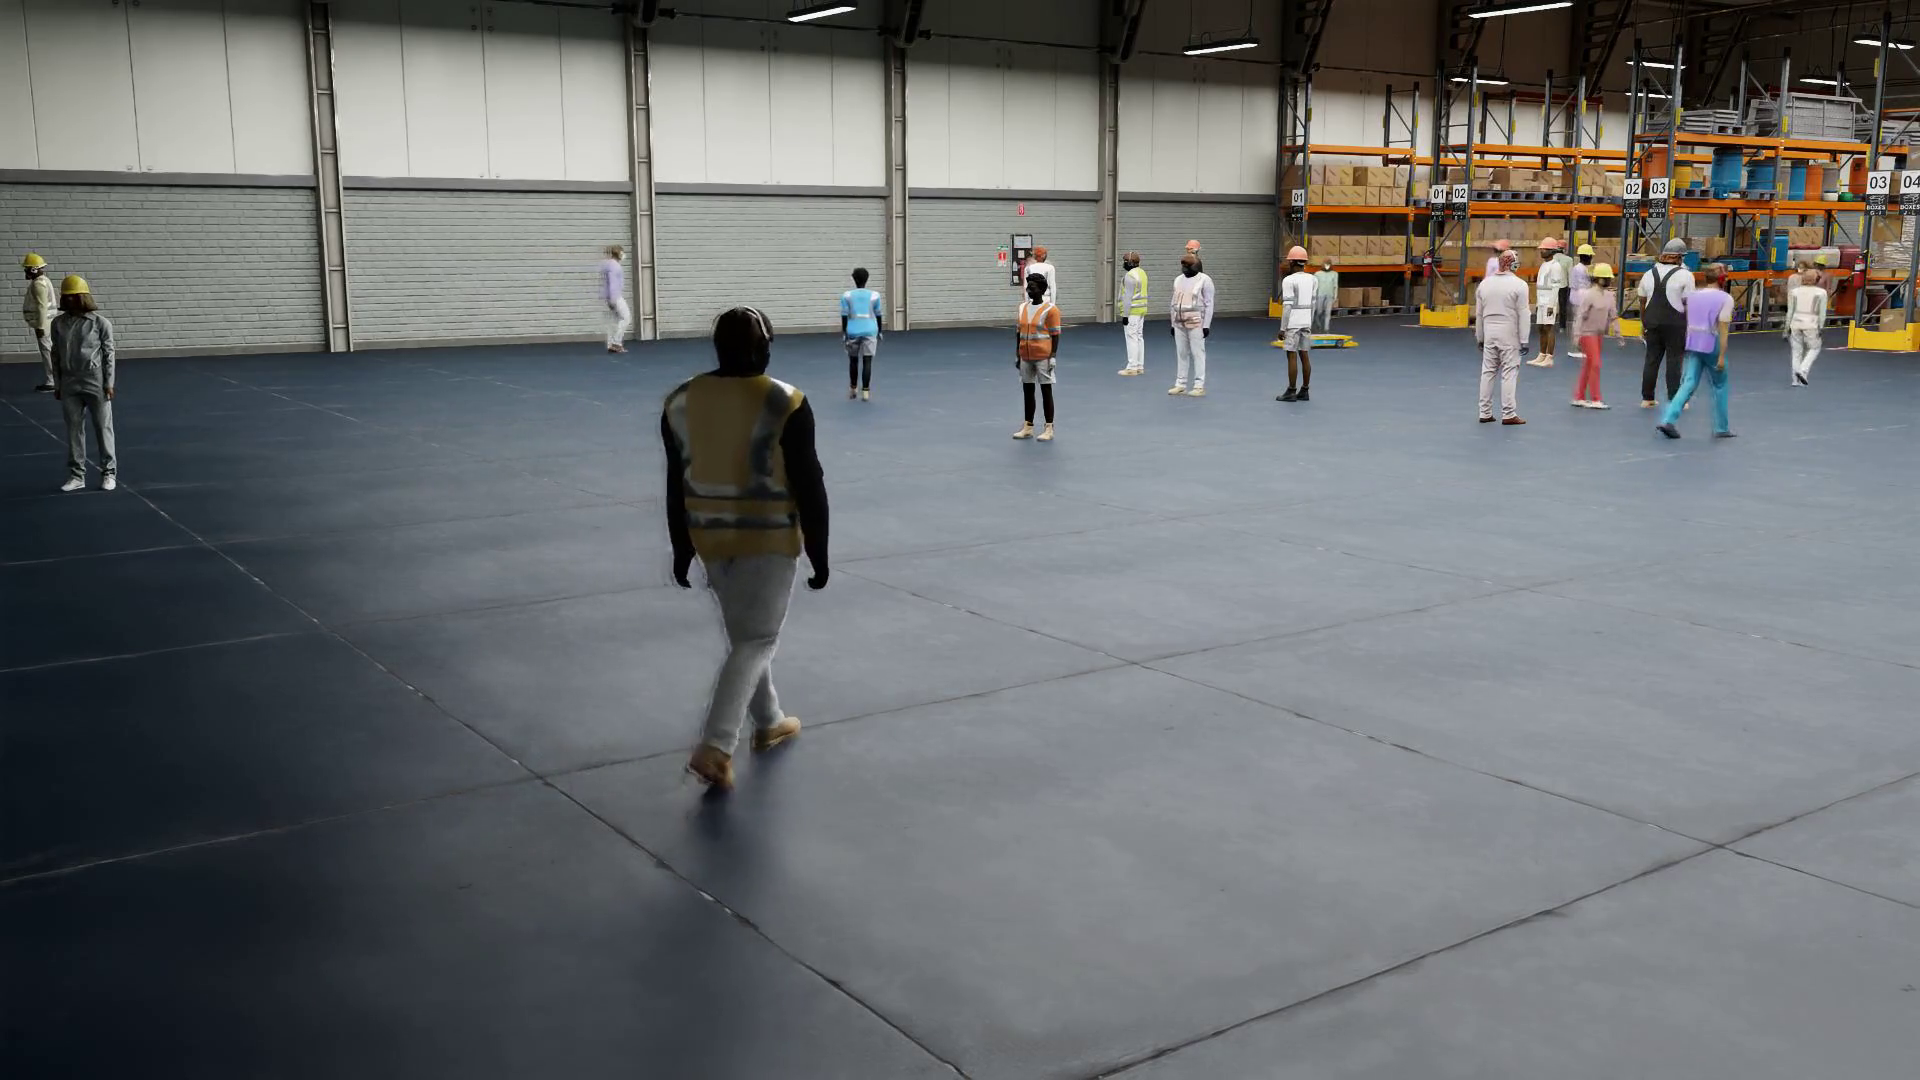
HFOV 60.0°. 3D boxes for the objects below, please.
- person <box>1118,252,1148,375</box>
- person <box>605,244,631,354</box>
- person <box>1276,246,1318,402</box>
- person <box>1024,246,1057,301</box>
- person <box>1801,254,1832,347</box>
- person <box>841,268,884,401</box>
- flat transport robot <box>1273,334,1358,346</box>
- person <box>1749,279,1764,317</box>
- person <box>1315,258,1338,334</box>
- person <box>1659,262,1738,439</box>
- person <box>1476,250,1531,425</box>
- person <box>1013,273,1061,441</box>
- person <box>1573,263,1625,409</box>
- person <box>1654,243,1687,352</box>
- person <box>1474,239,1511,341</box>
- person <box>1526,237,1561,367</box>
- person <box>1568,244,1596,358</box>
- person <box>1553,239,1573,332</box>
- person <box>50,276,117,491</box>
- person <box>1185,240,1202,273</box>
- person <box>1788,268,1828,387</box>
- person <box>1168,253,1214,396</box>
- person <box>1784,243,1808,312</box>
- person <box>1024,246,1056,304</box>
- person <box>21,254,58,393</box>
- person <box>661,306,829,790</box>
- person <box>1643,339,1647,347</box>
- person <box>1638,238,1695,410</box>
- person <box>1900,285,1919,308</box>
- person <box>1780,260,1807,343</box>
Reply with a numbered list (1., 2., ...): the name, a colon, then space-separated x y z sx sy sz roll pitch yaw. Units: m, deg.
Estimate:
1. person: 2.570 -3.375 24.844 0.430 1.836 0.628 5 11 25
2. person: -6.023 -4.235 29.298 0.519 1.921 0.628 -3 11 -14
3. person: 4.205 -2.698 20.831 0.542 1.938 0.358 -7 13 -34
4. person: 1.705 -5.107 34.238 0.674 1.856 0.994 5 12 27
5. person: 16.089 -4.510 31.308 0.522 1.741 0.588 5 12 28
6. person: -1.229 -2.608 21.091 0.537 1.652 0.853 0 10 0
7. flat transport robot: 6.624 -3.713 30.967 1.431 0.197 0.652 -4 11 -20
8. person: 20.509 -6.638 42.630 0.312 1.865 0.535 -7 13 -35
9. person: 7.746 -5.172 35.258 0.506 1.621 0.530 1 10 7
10. person: 7.575 -1.925 16.952 0.935 1.811 0.578 -4 11 -22
11. person: 6.000 -2.224 18.321 0.409 1.907 0.651 -8 13 -37
12. person: 0.771 -1.848 16.833 0.540 1.696 0.315 9 13 40
13. person: 7.647 -2.417 19.852 0.547 1.737 0.759 -7 13 -35
14. person: 12.677 -4.353 29.831 0.361 1.960 0.612 -10 14 -43
15. person: 9.866 -4.537 30.695 0.533 2.014 0.654 0 10 -2
16. person: 9.277 -3.761 26.359 0.370 2.048 0.607 0 10 -3
17. person: 10.627 -4.084 28.458 0.371 1.927 0.588 2 11 12
18. person: 12.929 -5.485 35.951 0.613 1.994 0.395 7 12 32
19. person: -7.118 -1.265 13.506 0.483 1.745 0.299 -1 10 -6
20. person: 4.648 -4.988 33.219 0.371 1.997 0.622 1 10 5
21. person: 11.588 -2.901 22.805 0.392 1.628 0.528 -8 13 -38
22. person: 2.981 -2.785 21.580 0.429 1.840 0.629 -10 14 -42
23. person: 22.720 -7.103 45.088 0.926 1.903 0.559 -9 14 -40
24. person: 1.392 -4.120 28.763 0.573 1.887 0.353 4 11 23
25. person: -12.193 -2.871 22.066 0.404 1.834 0.591 -4 11 -22
26. person: -0.826 0.015 6.341 0.637 1.806 0.932 4 11 23
27. person: 12.793 -4.339 30.382 0.596 1.725 0.437 -4 11 -21
28. person: 8.499 -2.581 19.905 0.538 2.000 0.689 -7 13 -34
29. person: 19.216 -4.984 33.395 0.625 1.934 0.364 5 11 25
30. person: 16.195 -4.597 32.166 0.727 1.604 0.494 -10 14 -44
